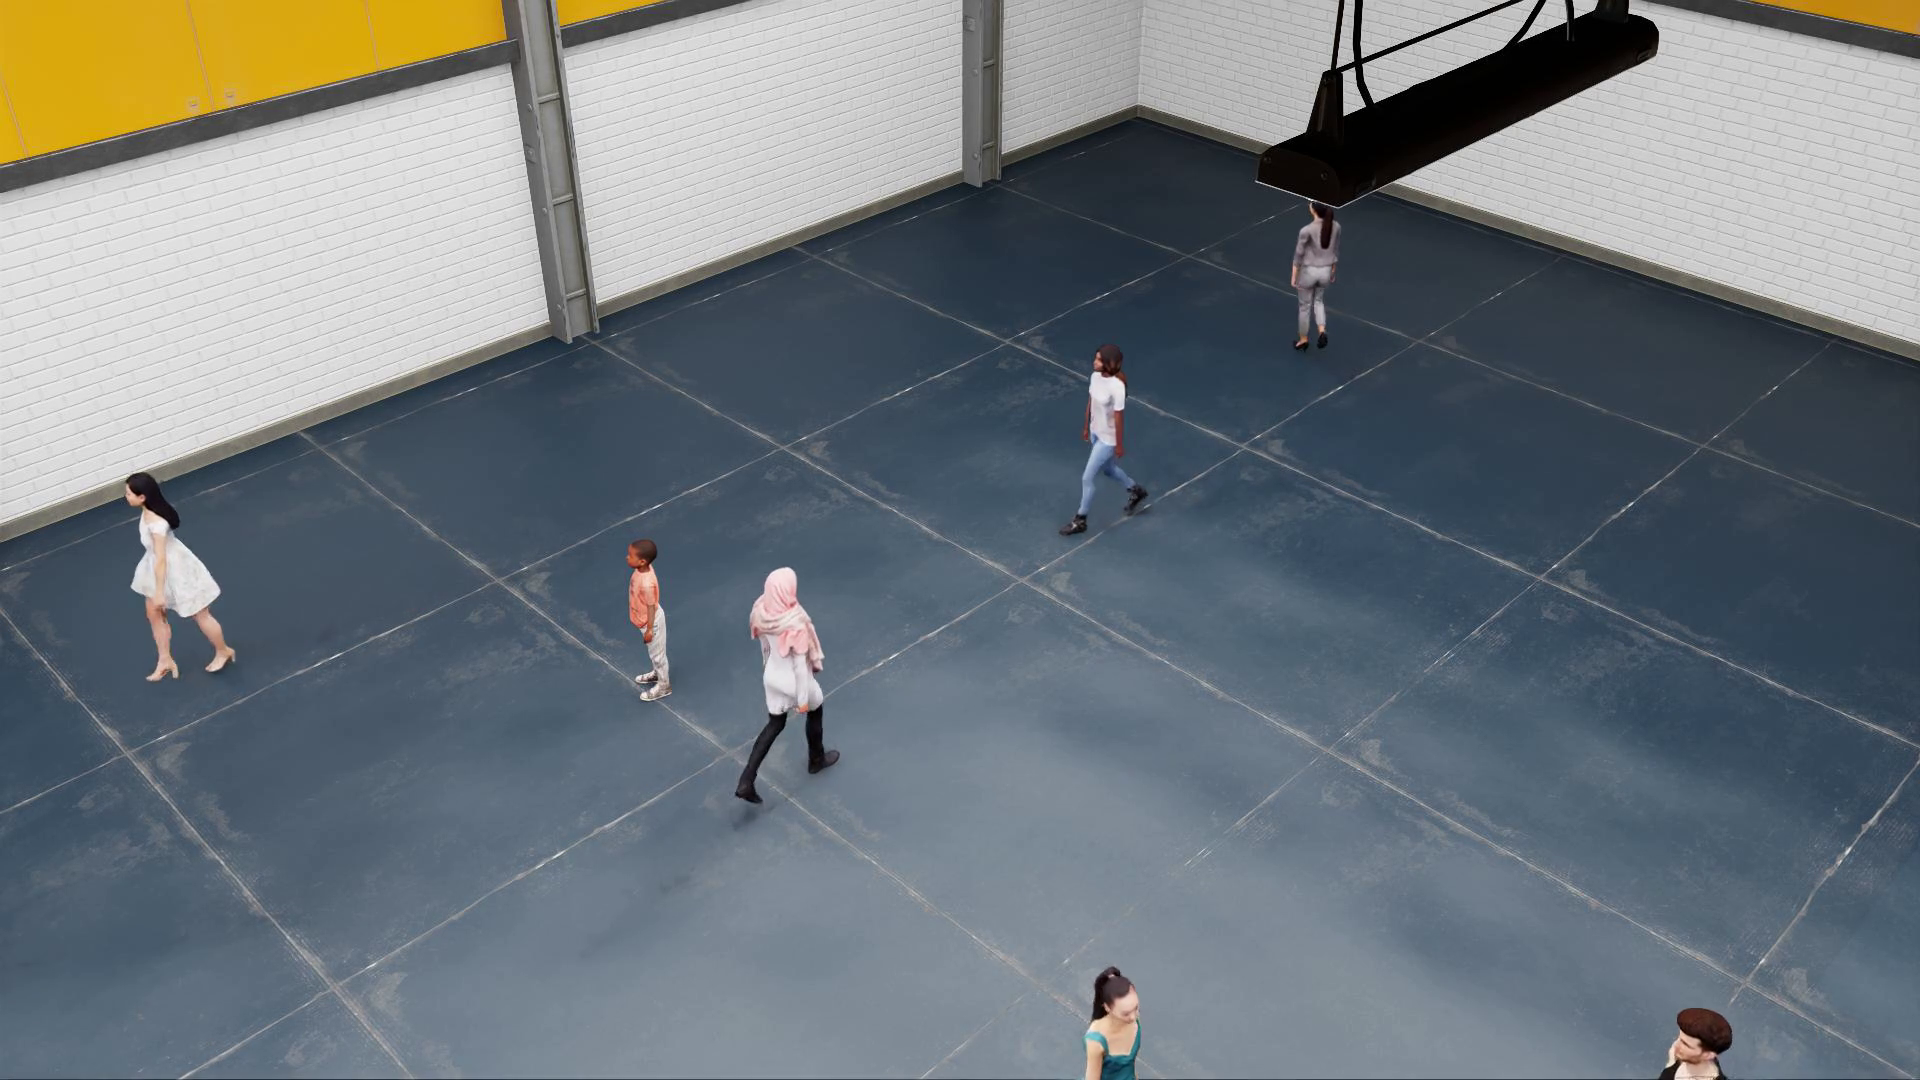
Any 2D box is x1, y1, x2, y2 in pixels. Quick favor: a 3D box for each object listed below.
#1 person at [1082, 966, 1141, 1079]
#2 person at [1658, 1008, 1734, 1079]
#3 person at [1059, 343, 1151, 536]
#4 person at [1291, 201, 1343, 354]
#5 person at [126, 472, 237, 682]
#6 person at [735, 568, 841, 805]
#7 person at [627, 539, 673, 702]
[{"bbox_3d":[0.681,2.737,8.335,0.543,1.672,0.640,-29,43,-36],"label":"person"},{"bbox_3d":[3.451,2.942,7.873,1.270,1.844,1.143,-3,34,-5],"label":"person"},{"bbox_3d":[1.264,-0.846,13.713,1.197,1.686,0.876,-14,36,-19],"label":"person"},{"bbox_3d":[3.513,-2.555,16.301,0.761,1.668,0.827,-11,35,-16],"label":"person"},{"bbox_3d":[-5.563,0.261,11.987,0.964,1.754,0.780,-17,37,-24],"label":"person"},{"bbox_3d":[-1.190,0.983,10.884,0.682,1.772,1.143,25,41,32],"label":"person"},{"bbox_3d":[-2.226,0.550,11.953,0.590,1.311,0.557,-9,35,-14],"label":"person"}]
